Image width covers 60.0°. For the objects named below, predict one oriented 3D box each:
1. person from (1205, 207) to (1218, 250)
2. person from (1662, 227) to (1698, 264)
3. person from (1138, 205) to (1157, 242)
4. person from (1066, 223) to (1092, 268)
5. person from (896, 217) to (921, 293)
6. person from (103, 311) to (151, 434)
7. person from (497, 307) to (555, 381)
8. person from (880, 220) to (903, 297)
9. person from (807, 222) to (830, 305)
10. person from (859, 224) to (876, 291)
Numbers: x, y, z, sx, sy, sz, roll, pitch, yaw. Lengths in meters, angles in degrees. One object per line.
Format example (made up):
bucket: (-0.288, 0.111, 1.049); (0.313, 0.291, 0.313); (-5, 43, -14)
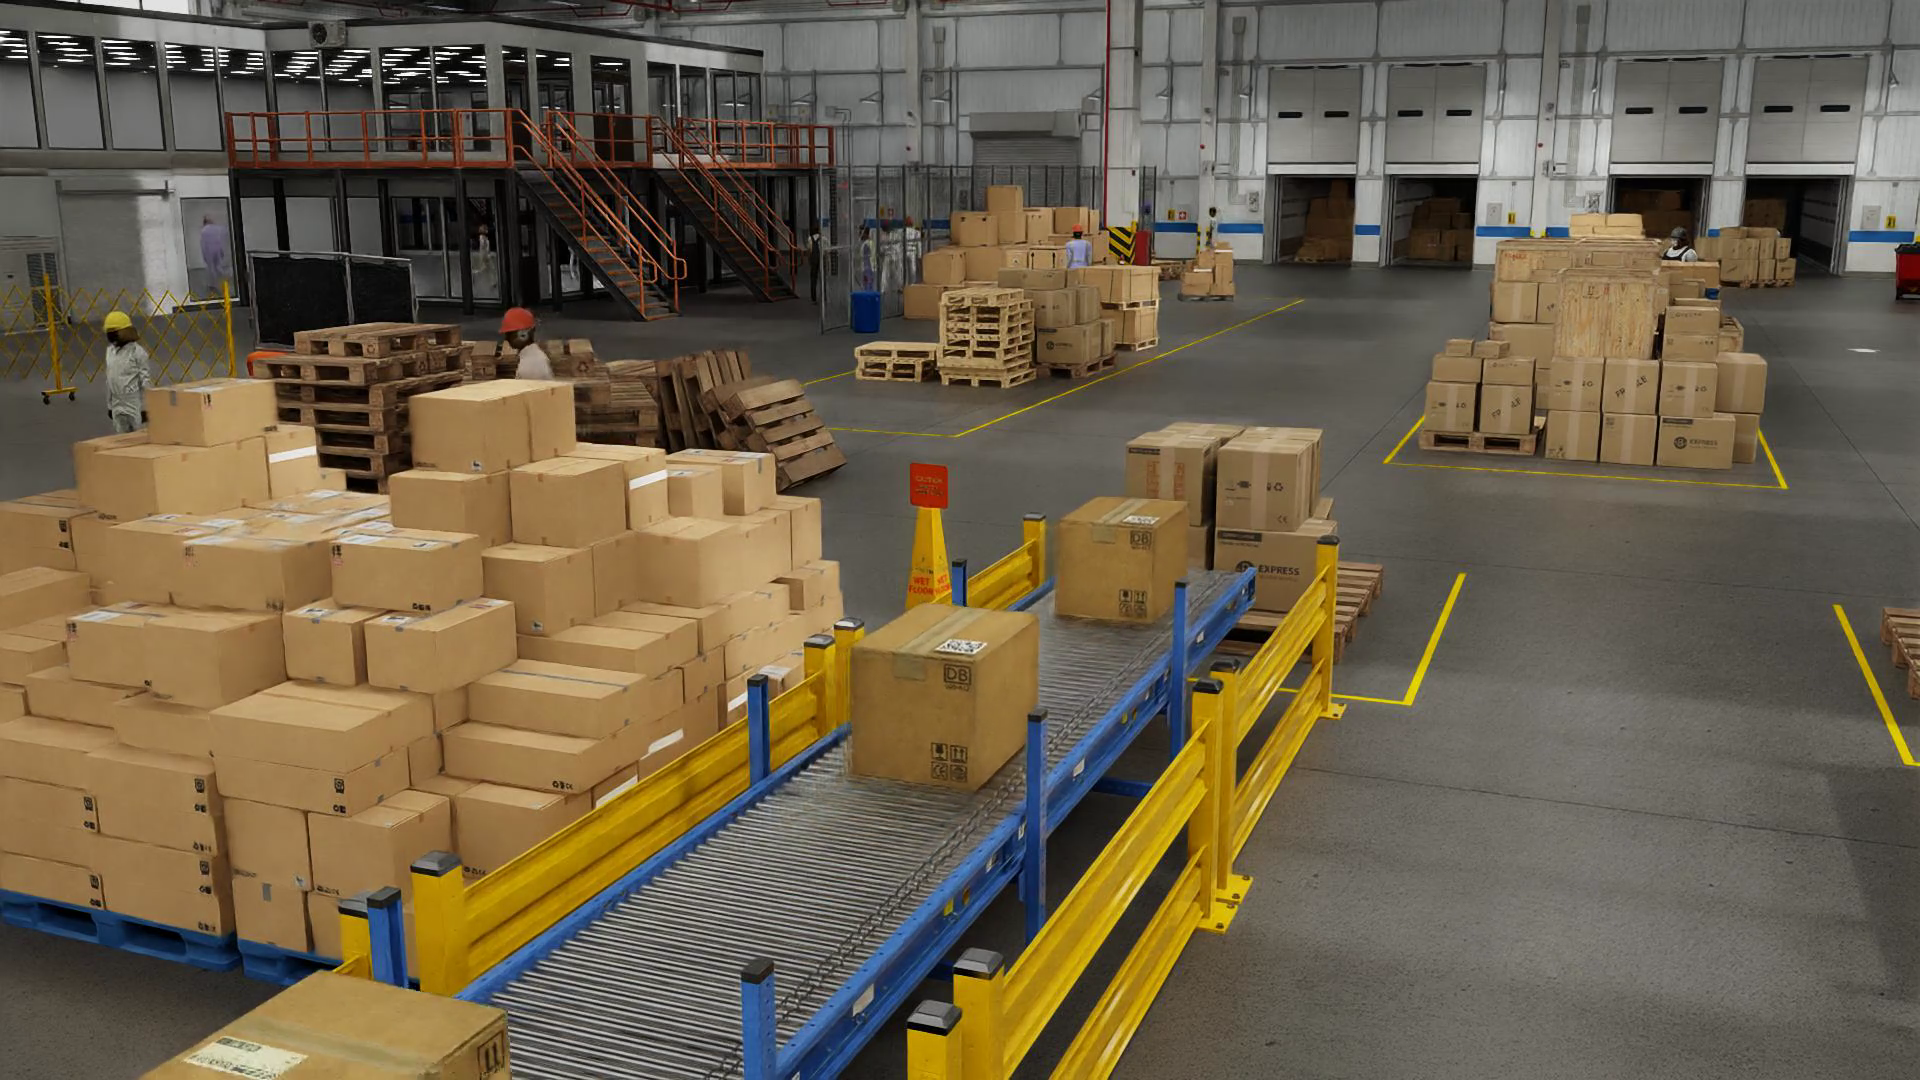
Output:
person: (7.749, -9.354, 51.453); (0.493, 1.857, 0.551); (4, 13, 16)
person: (12.304, -4.376, 28.715); (0.537, 2.000, 0.680); (-7, 14, -28)
person: (5.903, -9.508, 51.993); (0.682, 1.923, 0.626); (-9, 15, -35)
person: (2.384, -5.431, 33.669); (0.544, 1.942, 0.347); (-2, 13, -10)
person: (-1.279, -6.929, 40.547); (0.708, 1.872, 0.506); (-3, 13, -11)
person: (-7.641, -1.230, 15.278); (0.485, 1.744, 0.294); (4, 13, 19)
person: (-3.285, -0.841, 13.041); (0.595, 1.959, 0.618); (-1, 13, -7)
person: (-1.665, -6.734, 39.781); (0.589, 1.843, 1.003); (12, 17, 42)
person: (-3.169, -6.194, 37.317); (0.515, 1.841, 0.329); (4, 13, 19)
person: (-1.870, -5.458, 33.871); (0.397, 1.911, 0.587); (1, 13, 2)
